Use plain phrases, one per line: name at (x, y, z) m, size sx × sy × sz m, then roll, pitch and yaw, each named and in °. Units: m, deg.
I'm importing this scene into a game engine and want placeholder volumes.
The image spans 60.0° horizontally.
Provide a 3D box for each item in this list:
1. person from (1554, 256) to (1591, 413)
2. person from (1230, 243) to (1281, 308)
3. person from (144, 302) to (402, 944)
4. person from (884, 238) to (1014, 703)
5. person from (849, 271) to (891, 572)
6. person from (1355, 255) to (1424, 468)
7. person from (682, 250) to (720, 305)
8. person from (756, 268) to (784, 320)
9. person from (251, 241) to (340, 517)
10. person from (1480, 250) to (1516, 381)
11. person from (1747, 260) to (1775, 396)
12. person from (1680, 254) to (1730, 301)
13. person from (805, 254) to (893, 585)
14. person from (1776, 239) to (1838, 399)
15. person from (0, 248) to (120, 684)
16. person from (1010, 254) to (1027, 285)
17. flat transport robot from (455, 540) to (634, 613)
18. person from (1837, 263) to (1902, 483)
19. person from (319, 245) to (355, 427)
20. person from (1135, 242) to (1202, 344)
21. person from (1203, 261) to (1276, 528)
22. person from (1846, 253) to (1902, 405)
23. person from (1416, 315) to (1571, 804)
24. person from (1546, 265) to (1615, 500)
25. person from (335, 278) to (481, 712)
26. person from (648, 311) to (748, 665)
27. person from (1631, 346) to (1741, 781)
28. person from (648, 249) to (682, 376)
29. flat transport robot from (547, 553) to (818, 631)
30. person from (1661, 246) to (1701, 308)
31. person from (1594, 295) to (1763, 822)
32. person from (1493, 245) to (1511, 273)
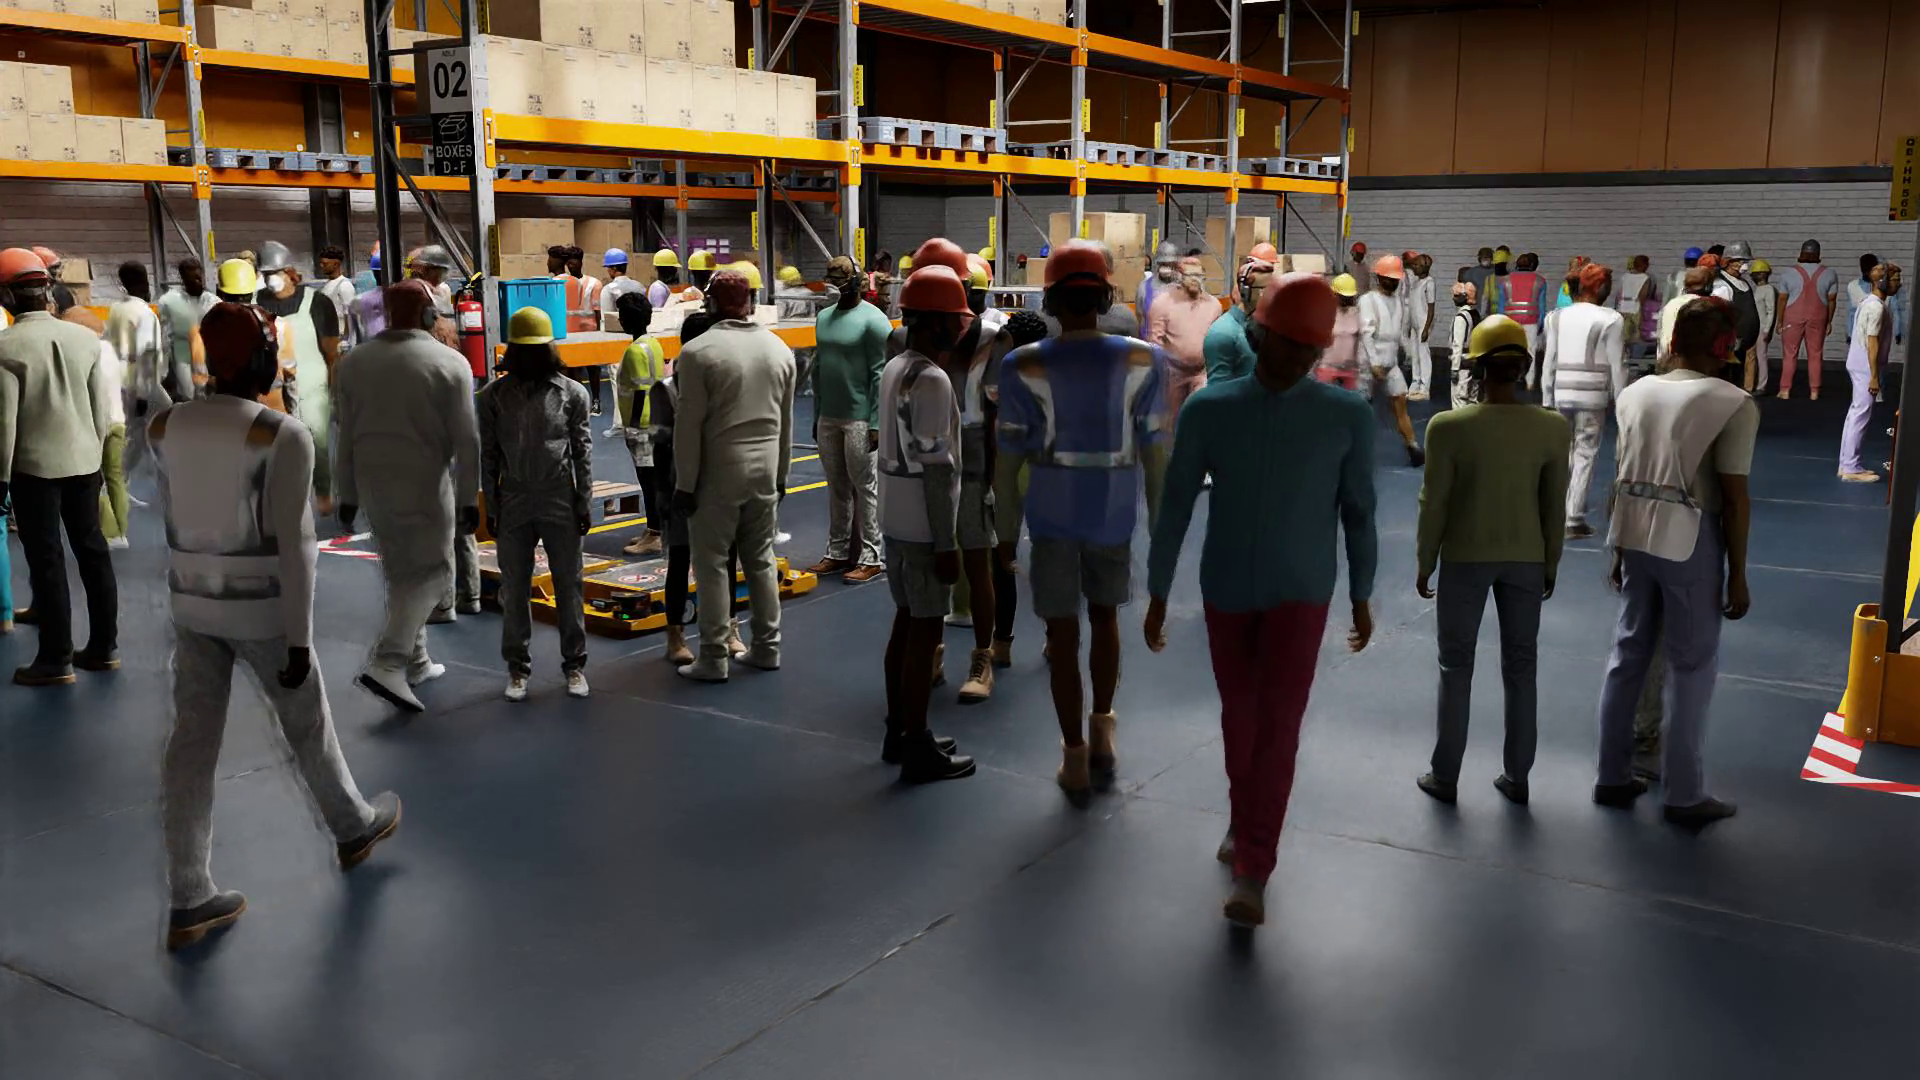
person at (6.637, -2.144, 18.048) m, size 0.389 × 1.847 × 0.566 m, roll 0°, pitch 10°, yaw -1°
person at (2.745, -1.718, 15.274) m, size 0.390 × 1.992 × 0.624 m, roll -8°, pitch 13°, yaw -37°
person at (-2.128, 0.206, 5.041) m, size 0.598 × 1.831 × 0.966 m, roll 3°, pitch 11°, yaw 14°
person at (-0.066, -0.295, 7.316) m, size 0.611 × 2.030 × 0.410 m, roll 4°, pitch 11°, yaw 20°
person at (-0.601, -0.713, 10.162) m, size 0.388 × 1.837 × 0.560 m, roll -3°, pitch 11°, yaw -17°
person at (3.807, -1.577, 14.801) m, size 0.553 × 1.874 × 0.969 m, roll -5°, pitch 11°, yaw -26°
person at (-2.343, -1.650, 15.085) m, size 0.387 × 1.927 × 0.589 m, roll 1°, pitch 10°, yaw 5°
person at (-2.913, -3.358, 25.030) m, size 0.575 × 1.749 × 0.334 m, roll 4°, pitch 11°, yaw 20°
person at (-4.691, -1.078, 11.603) m, size 0.700 × 2.000 × 0.583 m, roll -2°, pitch 10°, yaw -11°
person at (7.644, -3.157, 23.590) m, size 1.008 × 1.866 × 0.588 m, roll -6°, pitch 12°, yaw -31°
person at (10.347, -2.748, 21.622) m, size 0.315 × 1.767 × 0.535 m, roll -1°, pitch 10°, yaw -7°
person at (7.510, -1.937, 16.796) m, size 0.353 × 1.884 × 0.577 m, roll -6°, pitch 12°, yaw -29°
person at (-0.659, -0.709, 9.844) m, size 0.628 × 1.940 × 0.373 m, roll 10°, pitch 14°, yaw 43°
person at (10.776, -2.817, 21.241) m, size 0.684 × 2.000 × 0.535 m, roll 3°, pitch 11°, yaw 18°
person at (-4.187, -0.330, 7.620) m, size 0.401 × 1.984 × 0.611 m, roll 4°, pitch 11°, yaw 22°
person at (1.181, -4.589, 31.855) m, size 0.573 × 1.748 × 0.342 m, roll -5°, pitch 11°, yaw -24°
flat transport robot at (-2.551, 0.188, 9.492) m, size 1.431 × 0.197 × 0.652 m, roll 8°, pitch 13°, yaw 36°
person at (7.631, -1.396, 13.949) m, size 0.351 × 1.837 × 0.502 m, roll 4°, pitch 11°, yaw 21°
person at (-6.785, -2.221, 18.141) m, size 0.367 × 1.966 × 0.605 m, roll -9°, pitch 14°, yaw -41°
person at (1.984, -1.867, 15.975) m, size 0.687 × 2.000 × 0.950 m, roll 2°, pitch 10°, yaw 13°
person at (1.599, -0.560, 9.104) m, size 0.643 × 1.910 × 0.400 m, roll -10°, pitch 14°, yaw -43°
person at (11.290, -2.599, 20.532) m, size 0.950 × 1.871 × 0.662 m, roll -10°, pitch 14°, yaw -43°
person at (1.900, 0.078, 5.984) m, size 0.525 × 1.760 × 0.340 m, roll 0°, pitch 10°, yaw 1°
person at (4.700, -1.163, 12.656) m, size 0.526 × 1.839 × 0.860 m, roll 5°, pitch 11°, yaw 25°
person at (-2.460, -0.203, 7.279) m, size 0.660 × 1.868 × 0.771 m, roll 3°, pitch 11°, yaw 15°
person at (-1.230, -0.249, 7.980) m, size 0.536 × 1.694 × 0.320 m, roll -6°, pitch 12°, yaw -30°
person at (2.729, 0.031, 6.300) m, size 0.313 × 1.738 × 0.483 m, roll 5°, pitch 12°, yaw 27°
person at (-3.040, -2.036, 17.228) m, size 0.371 × 1.925 × 0.595 m, roll -2°, pitch 10°, yaw -11°
flat transport robot at (-1.504, 0.246, 9.174) m, size 0.652 × 0.197 × 1.431 m, roll 8°, pitch 13°, yaw 36°
person at (9.604, -2.901, 22.003) m, size 0.624 × 1.946 × 0.412 m, roll 5°, pitch 11°, yaw 25°
person at (2.514, 0.073, 5.829) m, size 0.474 × 1.829 × 0.562 m, roll -5°, pitch 11°, yaw -25°
person at (8.788, -3.830, 27.133) m, size 0.355 × 1.938 × 0.637 m, roll 9°, pitch 14°, yaw 41°
